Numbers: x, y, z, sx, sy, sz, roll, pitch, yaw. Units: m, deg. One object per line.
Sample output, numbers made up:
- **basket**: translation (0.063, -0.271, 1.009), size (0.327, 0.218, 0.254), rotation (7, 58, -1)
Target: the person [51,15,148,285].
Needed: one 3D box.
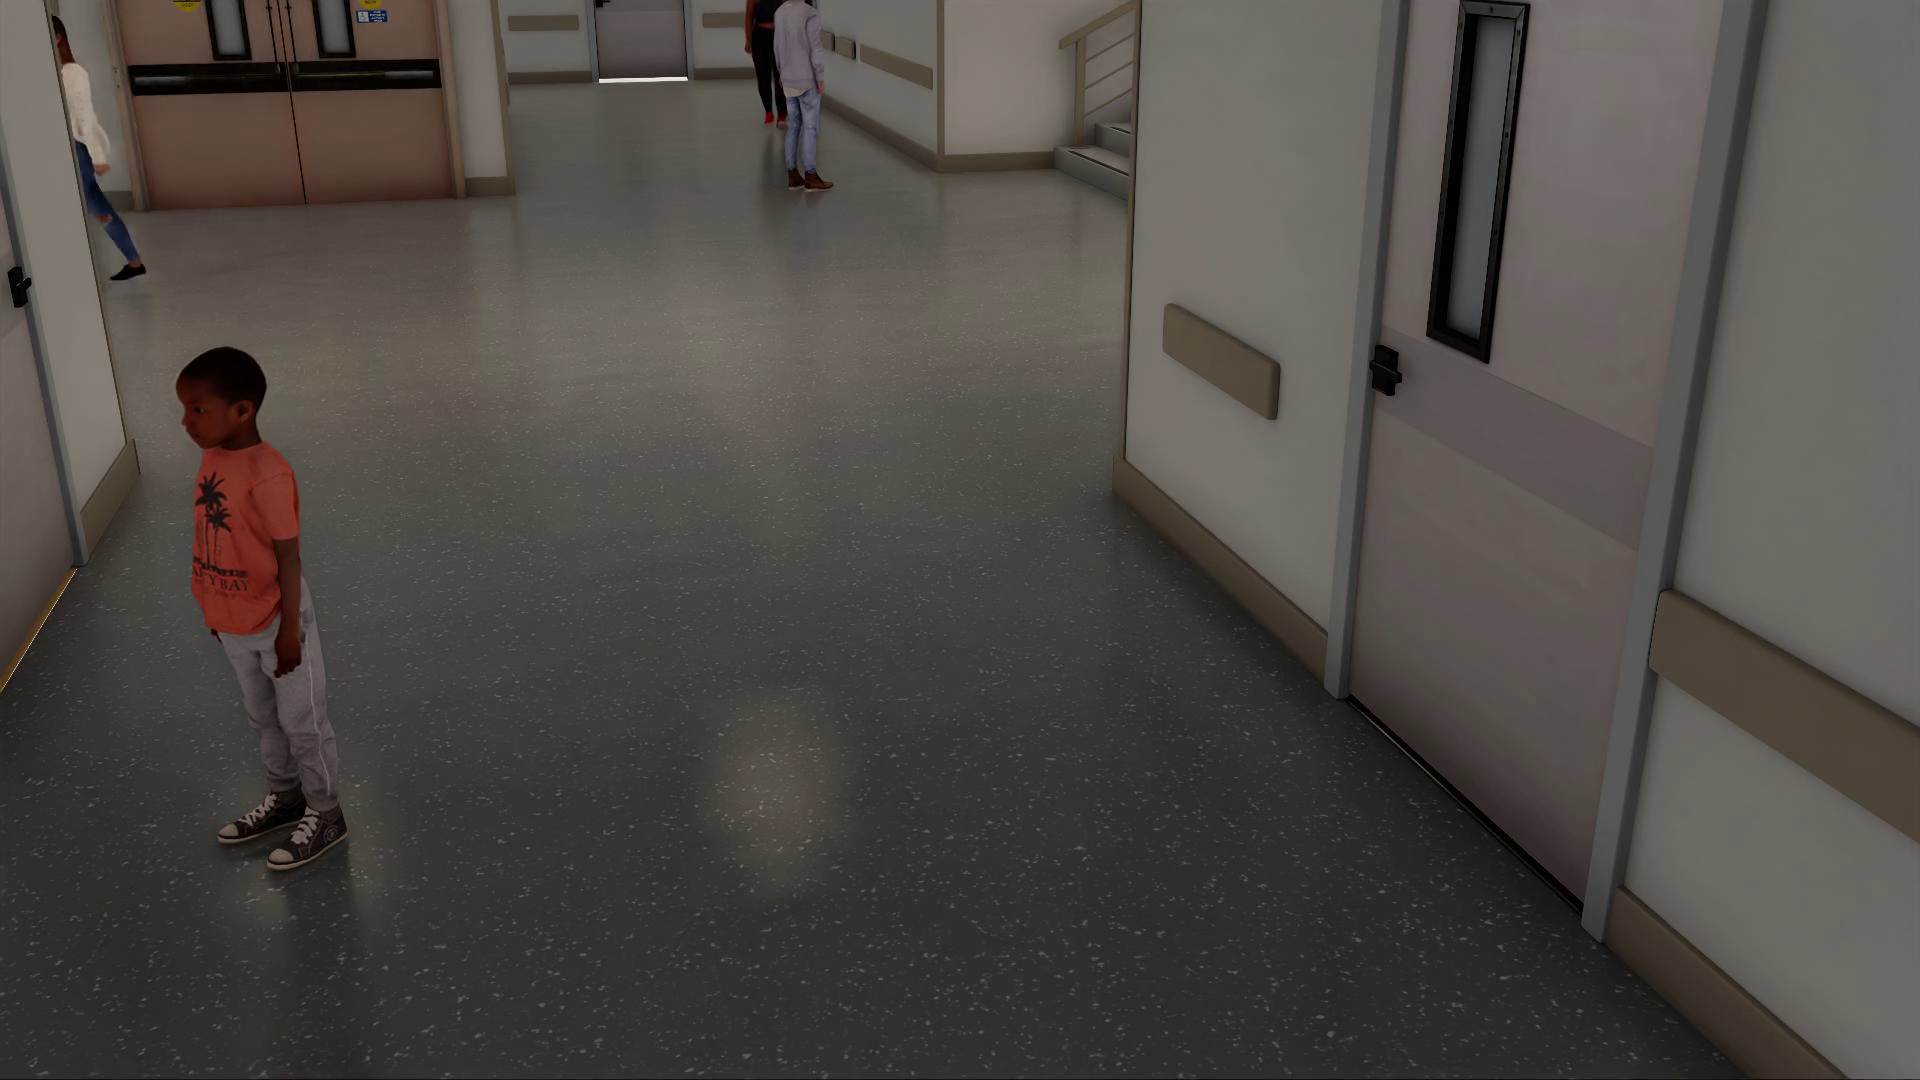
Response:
- **person**: translation (-5.345, -2.308, 10.162), size (1.111, 1.635, 1.170), rotation (11, 24, 28)

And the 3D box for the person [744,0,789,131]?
- **person**: translation (-2.055, -5.319, 17.932), size (1.176, 1.764, 0.860), rotation (-3, 21, -7)

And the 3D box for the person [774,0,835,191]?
- **person**: translation (-1.350, -3.929, 14.153), size (0.765, 1.839, 0.770), rotation (17, 27, 38)

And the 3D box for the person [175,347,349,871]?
- **person**: translation (-1.716, 0.160, 4.104), size (0.565, 1.311, 0.612), rotation (15, 25, 35)
